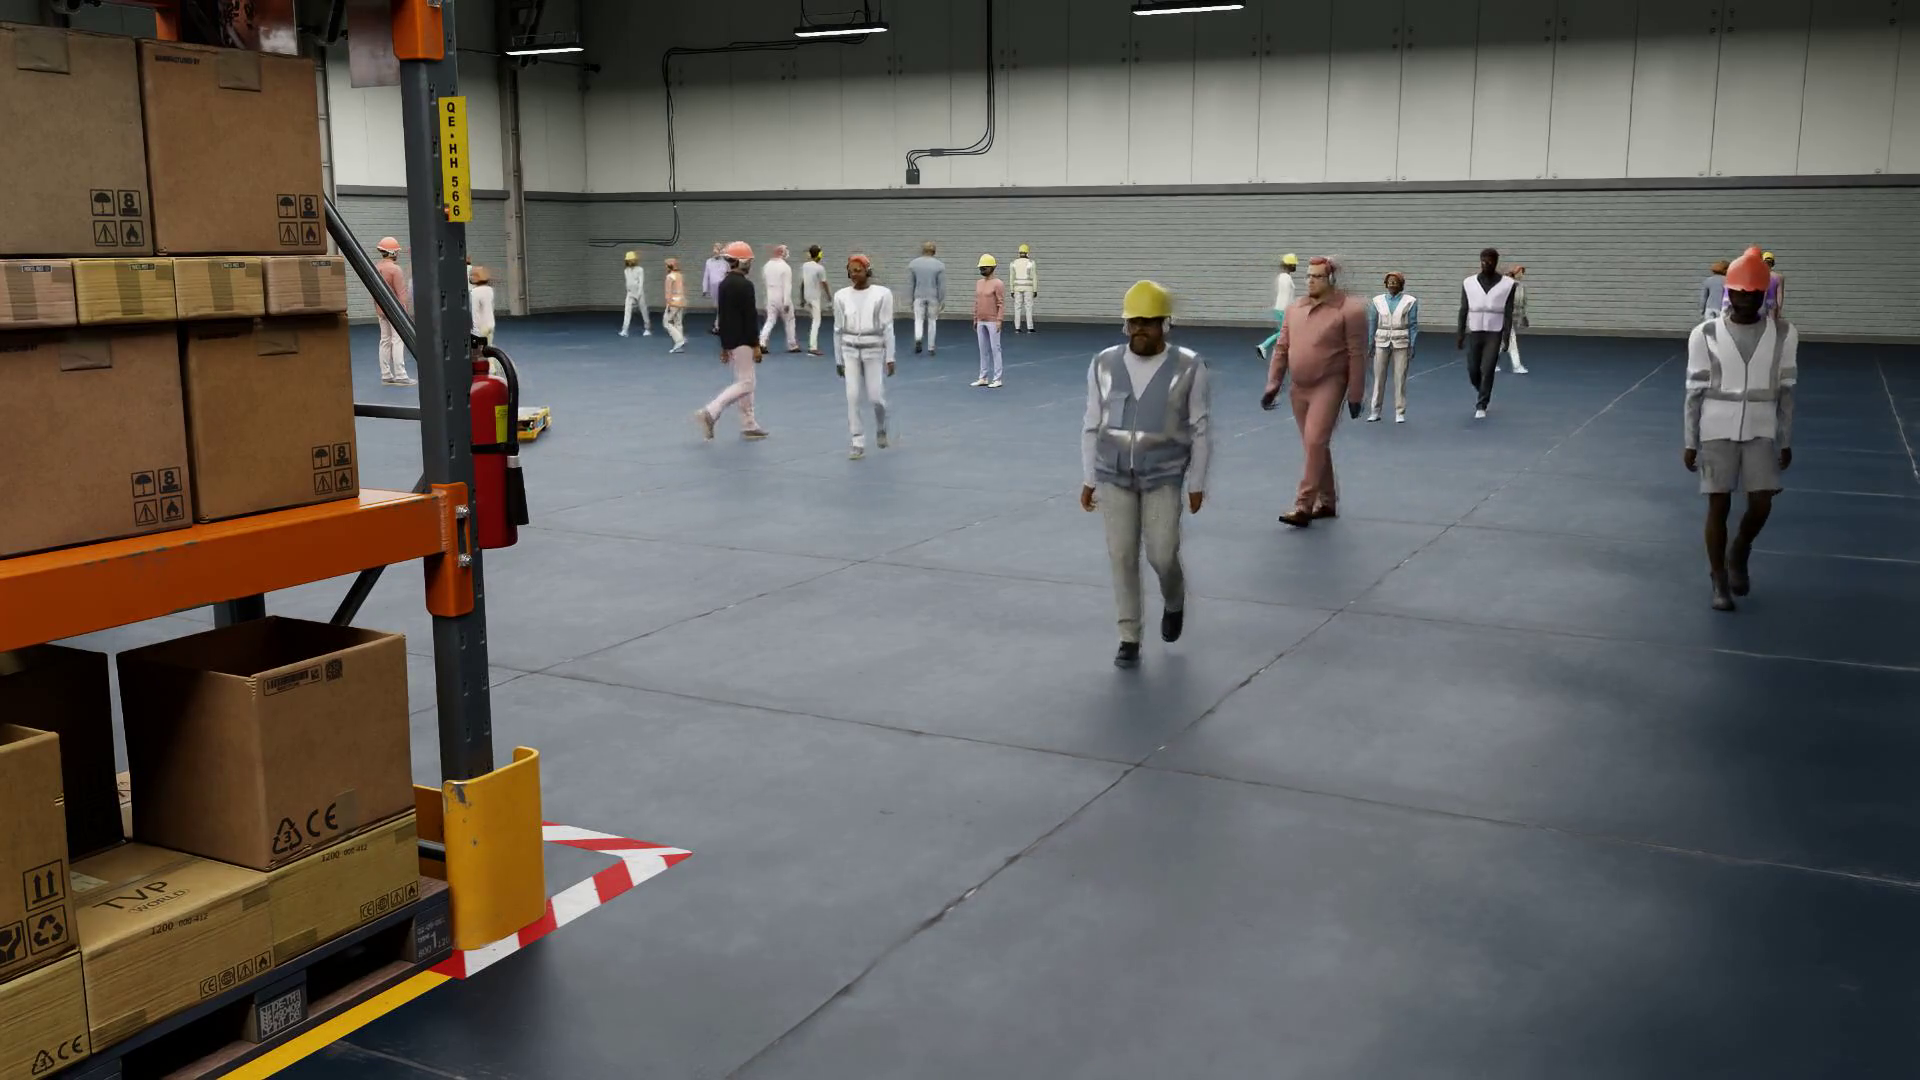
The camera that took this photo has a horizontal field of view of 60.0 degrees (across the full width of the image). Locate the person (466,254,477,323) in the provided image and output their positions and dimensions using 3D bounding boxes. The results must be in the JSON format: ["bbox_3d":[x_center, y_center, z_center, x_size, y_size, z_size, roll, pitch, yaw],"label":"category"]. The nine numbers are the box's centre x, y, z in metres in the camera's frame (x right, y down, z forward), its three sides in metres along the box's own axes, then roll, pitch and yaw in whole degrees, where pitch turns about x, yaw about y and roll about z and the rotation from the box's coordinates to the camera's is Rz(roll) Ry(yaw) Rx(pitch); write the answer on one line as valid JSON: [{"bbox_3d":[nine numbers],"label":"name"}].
[{"bbox_3d":[-10.657,-5.368,35.930,0.503,1.631,0.283,-3,11,-18],"label":"person"}]

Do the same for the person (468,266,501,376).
[{"bbox_3d":[-6.243,-2.770,21.794,0.389,1.625,0.511,3,11,17],"label":"person"}]

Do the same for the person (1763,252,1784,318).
[{"bbox_3d":[12.451,-3.566,25.758,0.522,1.762,0.320,3,11,16],"label":"person"}]

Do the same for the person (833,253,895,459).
[{"bbox_3d":[-0.865,-1.677,15.164,0.591,1.864,0.538,2,11,12],"label":"person"}]

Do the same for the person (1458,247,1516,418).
[{"bbox_3d":[5.901,-2.324,18.639,0.602,1.895,0.684,5,12,26],"label":"person"}]

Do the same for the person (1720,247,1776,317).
[{"bbox_3d":[9.175,-2.463,19.420,0.574,1.881,1.017,5,12,25],"label":"person"}]

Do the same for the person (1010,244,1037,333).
[{"bbox_3d":[1.328,-5.190,34.410,0.586,1.835,0.403,4,11,20],"label":"person"}]

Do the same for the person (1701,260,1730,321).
[{"bbox_3d":[12.327,-3.739,27.073,0.524,1.610,0.394,9,14,41],"label":"person"}]

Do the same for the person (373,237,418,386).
[{"bbox_3d":[-7.654,-3.072,22.419,0.611,1.995,0.375,7,12,33],"label":"person"}]

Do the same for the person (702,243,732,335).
[{"bbox_3d":[-4.956,-5.151,34.159,0.673,1.851,1.015,4,11,22],"label":"person"}]

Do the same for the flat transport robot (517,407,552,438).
[{"bbox_3d":[-4.585,-1.207,16.955,0.652,0.197,1.431,-1,10,-7],"label":"flat transport robot"}]

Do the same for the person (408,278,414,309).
[{"bbox_3d":[-5.617,-2.263,18.078,0.675,1.969,0.892,-7,12,-32],"label":"person"}]

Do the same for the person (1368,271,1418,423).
[{"bbox_3d":[4.685,-2.090,18.037,0.523,1.638,0.310,4,11,23],"label":"person"}]

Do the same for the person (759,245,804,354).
[{"bbox_3d":[-3.112,-4.108,28.441,0.653,1.867,0.943,8,13,38],"label":"person"}]

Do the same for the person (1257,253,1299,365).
[{"bbox_3d":[5.001,-3.590,25.931,0.554,1.750,0.531,0,10,1],"label":"person"}]

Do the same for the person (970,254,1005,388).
[{"bbox_3d":[0.368,-2.919,22.213,0.311,1.768,0.533,-10,14,-43],"label":"person"}]

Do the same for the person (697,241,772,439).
[{"bbox_3d":[-2.222,-1.939,16.313,0.786,1.970,0.624,-6,12,-30],"label":"person"}]

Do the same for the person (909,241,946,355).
[{"bbox_3d":[-0.547,-4.055,27.958,0.650,1.927,0.563,1,10,8],"label":"person"}]

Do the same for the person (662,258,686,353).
[{"bbox_3d":[-4.932,-4.033,28.663,0.359,1.626,0.539,3,11,18],"label":"person"}]

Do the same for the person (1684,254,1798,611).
[{"bbox_3d":[4.194,-0.570,8.964,0.575,1.921,0.451,3,11,16],"label":"person"}]

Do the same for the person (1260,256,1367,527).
[{"bbox_3d":[2.417,-1.033,11.649,0.911,1.871,0.650,-8,13,-37],"label":"person"}]

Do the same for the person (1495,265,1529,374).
[{"bbox_3d":[8.123,-3.262,24.569,0.519,1.588,0.884,-6,12,-31],"label":"person"}]

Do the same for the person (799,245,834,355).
[{"bbox_3d":[-2.426,-4.046,28.095,0.497,1.854,0.531,-9,14,-41],"label":"person"}]

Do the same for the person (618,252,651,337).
[{"bbox_3d":[-6.535,-4.937,33.452,0.490,1.688,0.951,4,11,21],"label":"person"}]

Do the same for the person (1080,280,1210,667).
[{"bbox_3d":[0.874,-0.318,7.890,0.597,1.817,0.495,4,11,20],"label":"person"}]
